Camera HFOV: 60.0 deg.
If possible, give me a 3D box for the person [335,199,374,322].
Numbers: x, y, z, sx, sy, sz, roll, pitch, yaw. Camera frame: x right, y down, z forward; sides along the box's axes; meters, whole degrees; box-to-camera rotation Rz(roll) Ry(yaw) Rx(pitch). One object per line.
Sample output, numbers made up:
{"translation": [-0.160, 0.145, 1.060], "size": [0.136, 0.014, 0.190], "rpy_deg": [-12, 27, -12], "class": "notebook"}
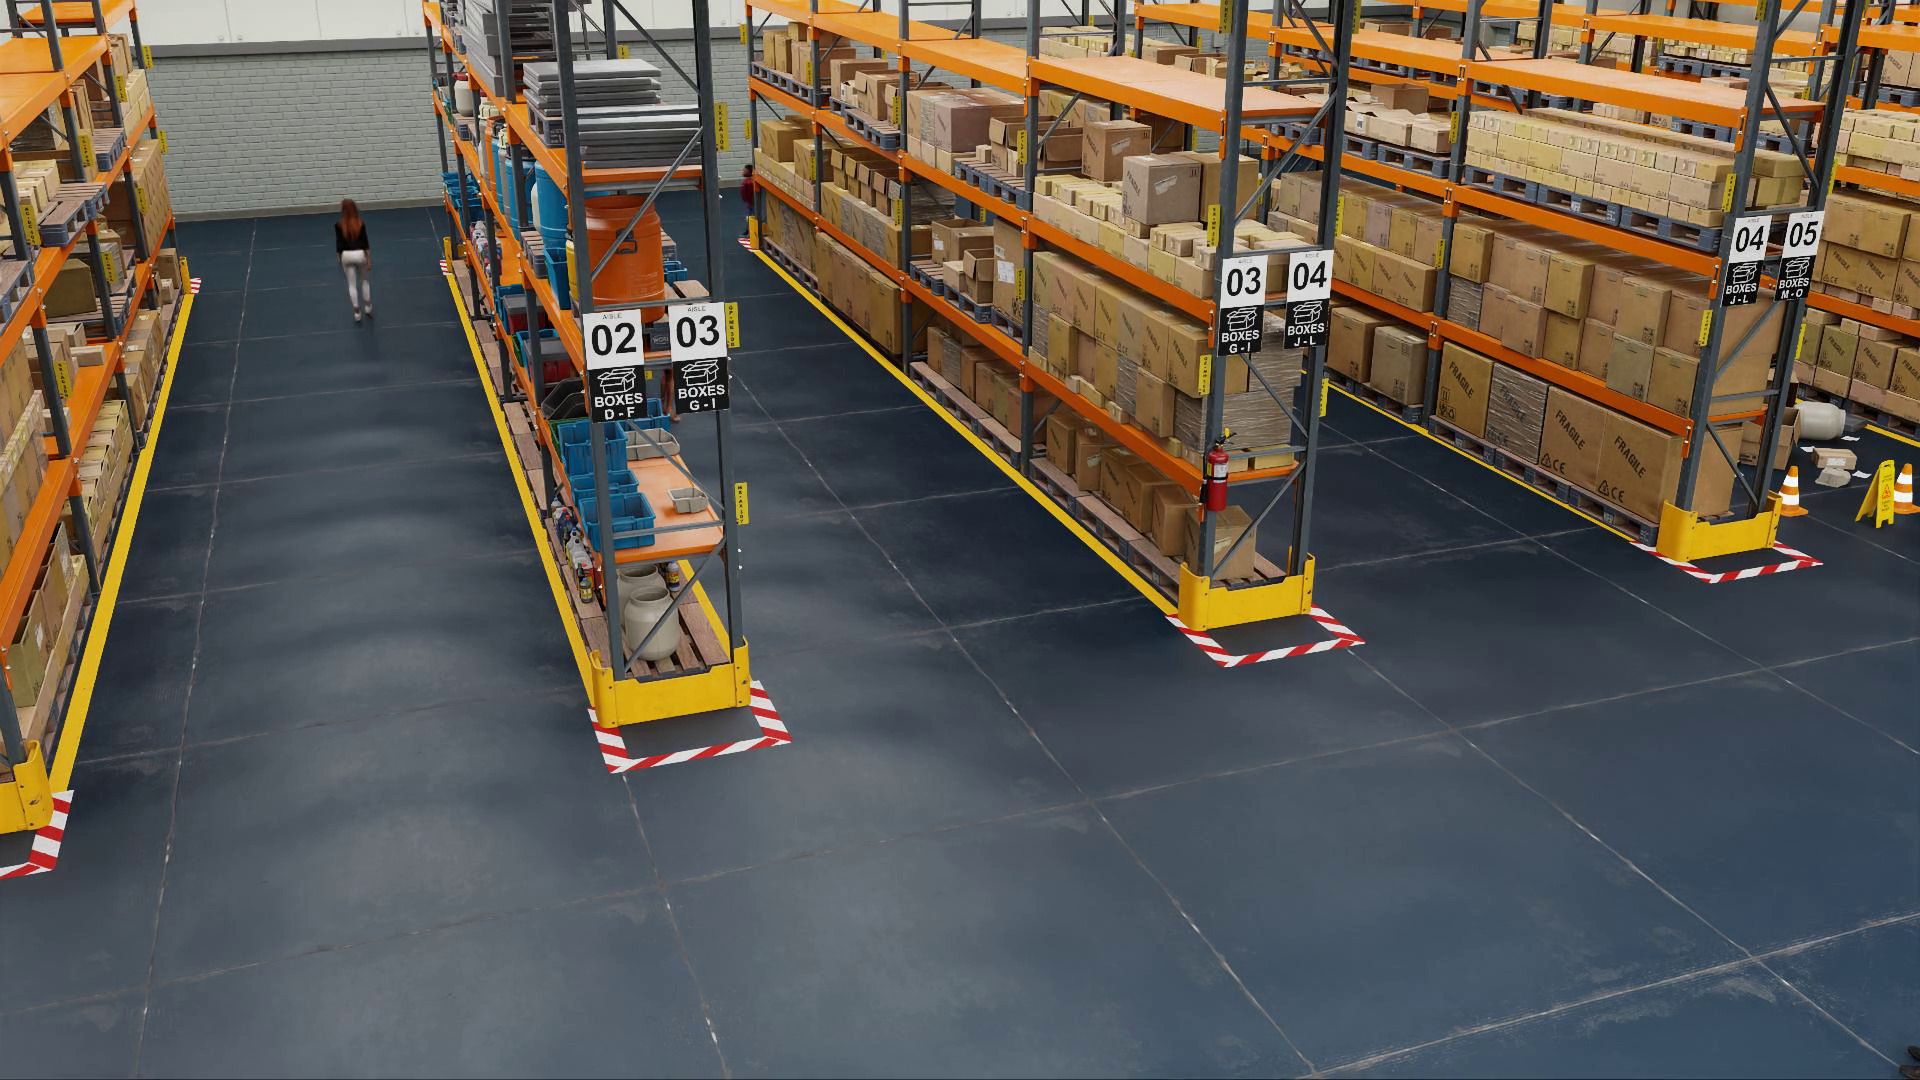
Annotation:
{"translation": [-8.532, -3.921, 23.414], "size": [0.621, 1.680, 0.894], "rpy_deg": [-8, 24, -18], "class": "person"}
